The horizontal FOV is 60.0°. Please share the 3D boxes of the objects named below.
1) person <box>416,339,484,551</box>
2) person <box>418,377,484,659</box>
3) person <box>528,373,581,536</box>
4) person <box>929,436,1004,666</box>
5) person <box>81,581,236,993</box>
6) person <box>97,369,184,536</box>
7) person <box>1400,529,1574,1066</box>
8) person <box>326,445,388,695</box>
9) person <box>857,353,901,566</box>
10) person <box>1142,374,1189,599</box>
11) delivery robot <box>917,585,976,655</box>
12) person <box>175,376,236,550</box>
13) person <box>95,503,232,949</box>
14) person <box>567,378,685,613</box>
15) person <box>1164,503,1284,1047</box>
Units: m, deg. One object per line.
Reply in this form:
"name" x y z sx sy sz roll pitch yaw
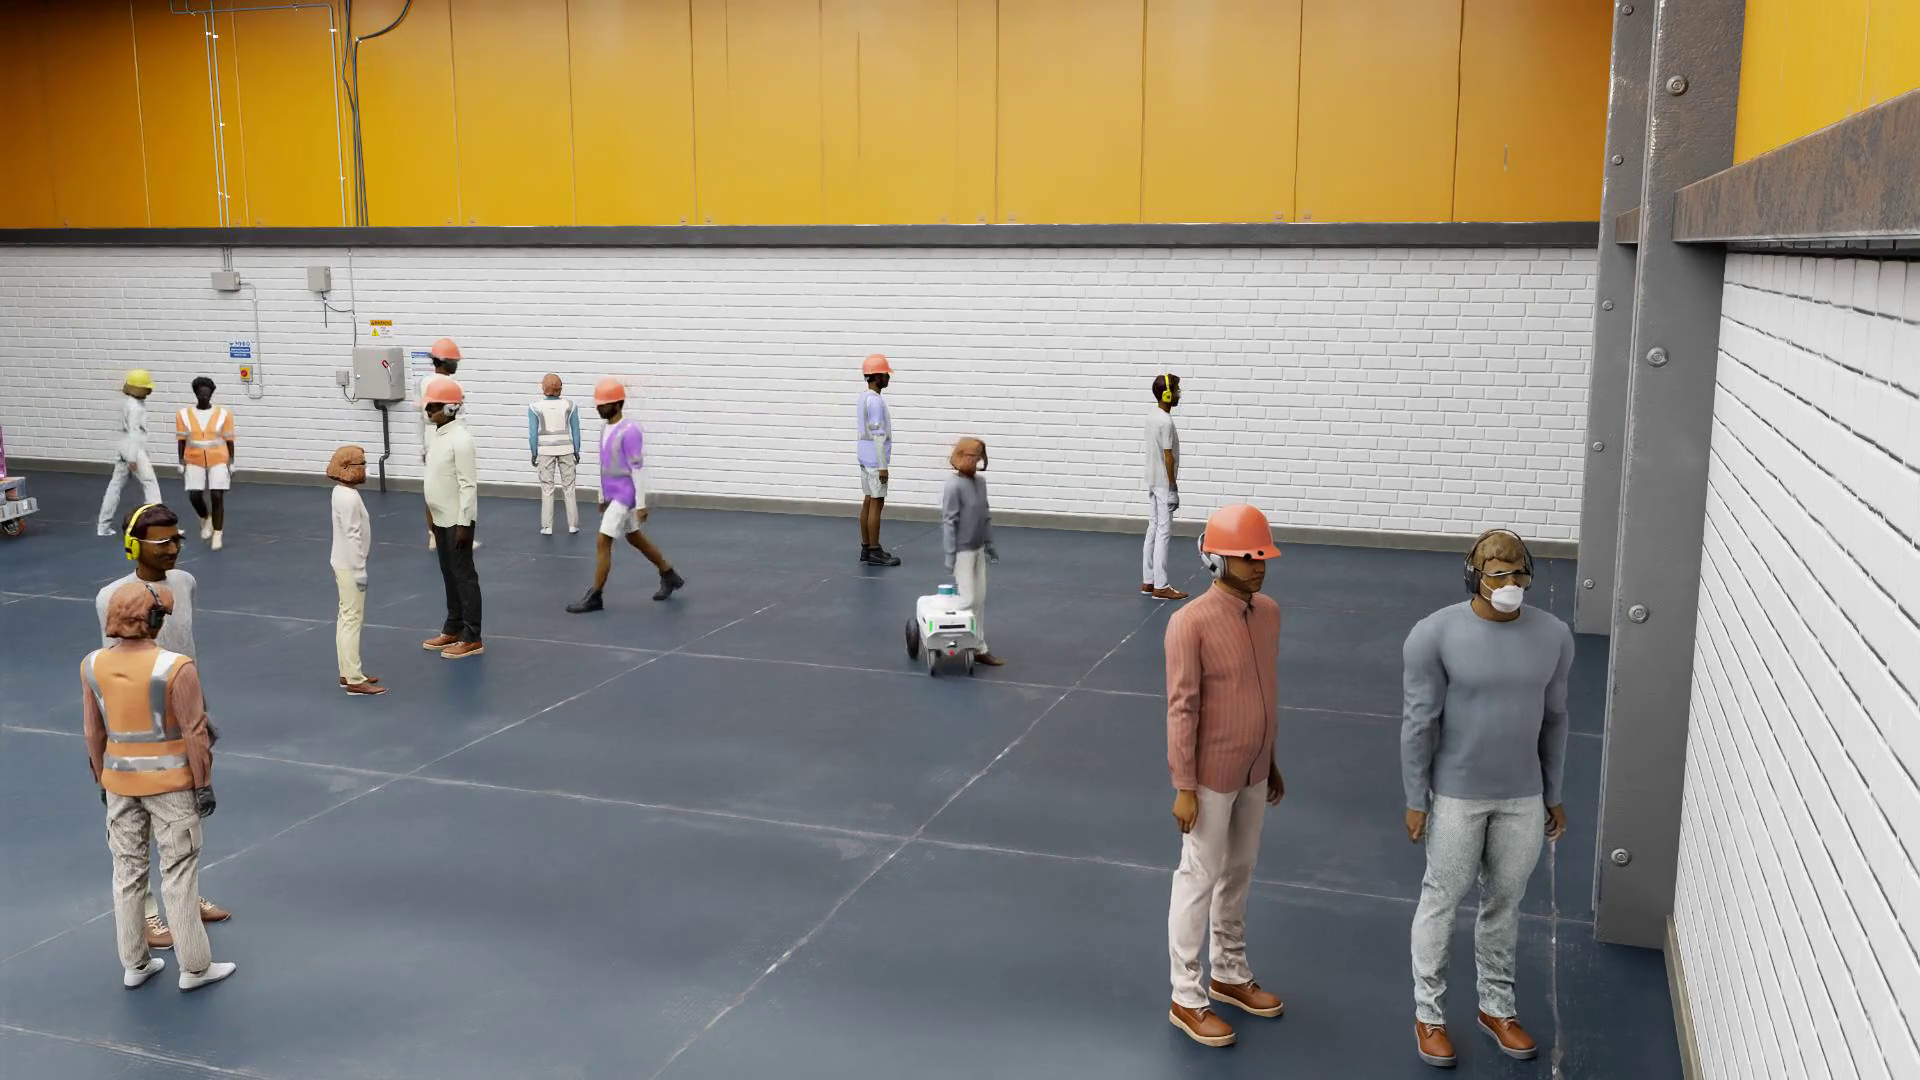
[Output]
"person" -4.891 -0.893 15.885 0.652 2.035 0.428 7 12 35
"person" -3.630 -0.162 11.854 0.374 1.997 0.609 -7 13 -36
"person" -4.079 -0.858 16.783 0.511 1.641 0.308 -4 11 -20
"person" 0.043 0.080 11.545 0.501 1.622 0.522 5 11 27
"person" -3.157 0.967 6.504 0.513 1.640 0.309 2 10 10
"person" -8.330 -0.865 16.688 0.752 1.694 0.538 -7 13 -36
"person" 1.879 0.914 5.958 0.635 1.939 0.367 -2 10 -10
"person" -3.966 0.191 10.888 0.284 1.634 0.498 -5 11 -25
"person" -0.759 -0.732 15.223 0.351 1.942 0.545 -3 11 -17
"person" 1.699 -0.444 13.803 0.328 1.872 0.513 -3 10 -14
"delivery robot" -0.099 0.557 11.605 0.477 0.478 0.707 -1 10 -8
"person" -7.245 -0.749 16.023 0.539 1.681 0.419 -3 11 -18
"person" -3.358 0.767 7.009 0.310 1.861 0.534 3 11 18
"person" -2.688 -0.380 13.425 1.015 1.888 0.563 -7 12 -34
"person" 0.995 0.848 6.170 0.381 1.994 0.620 10 14 44
